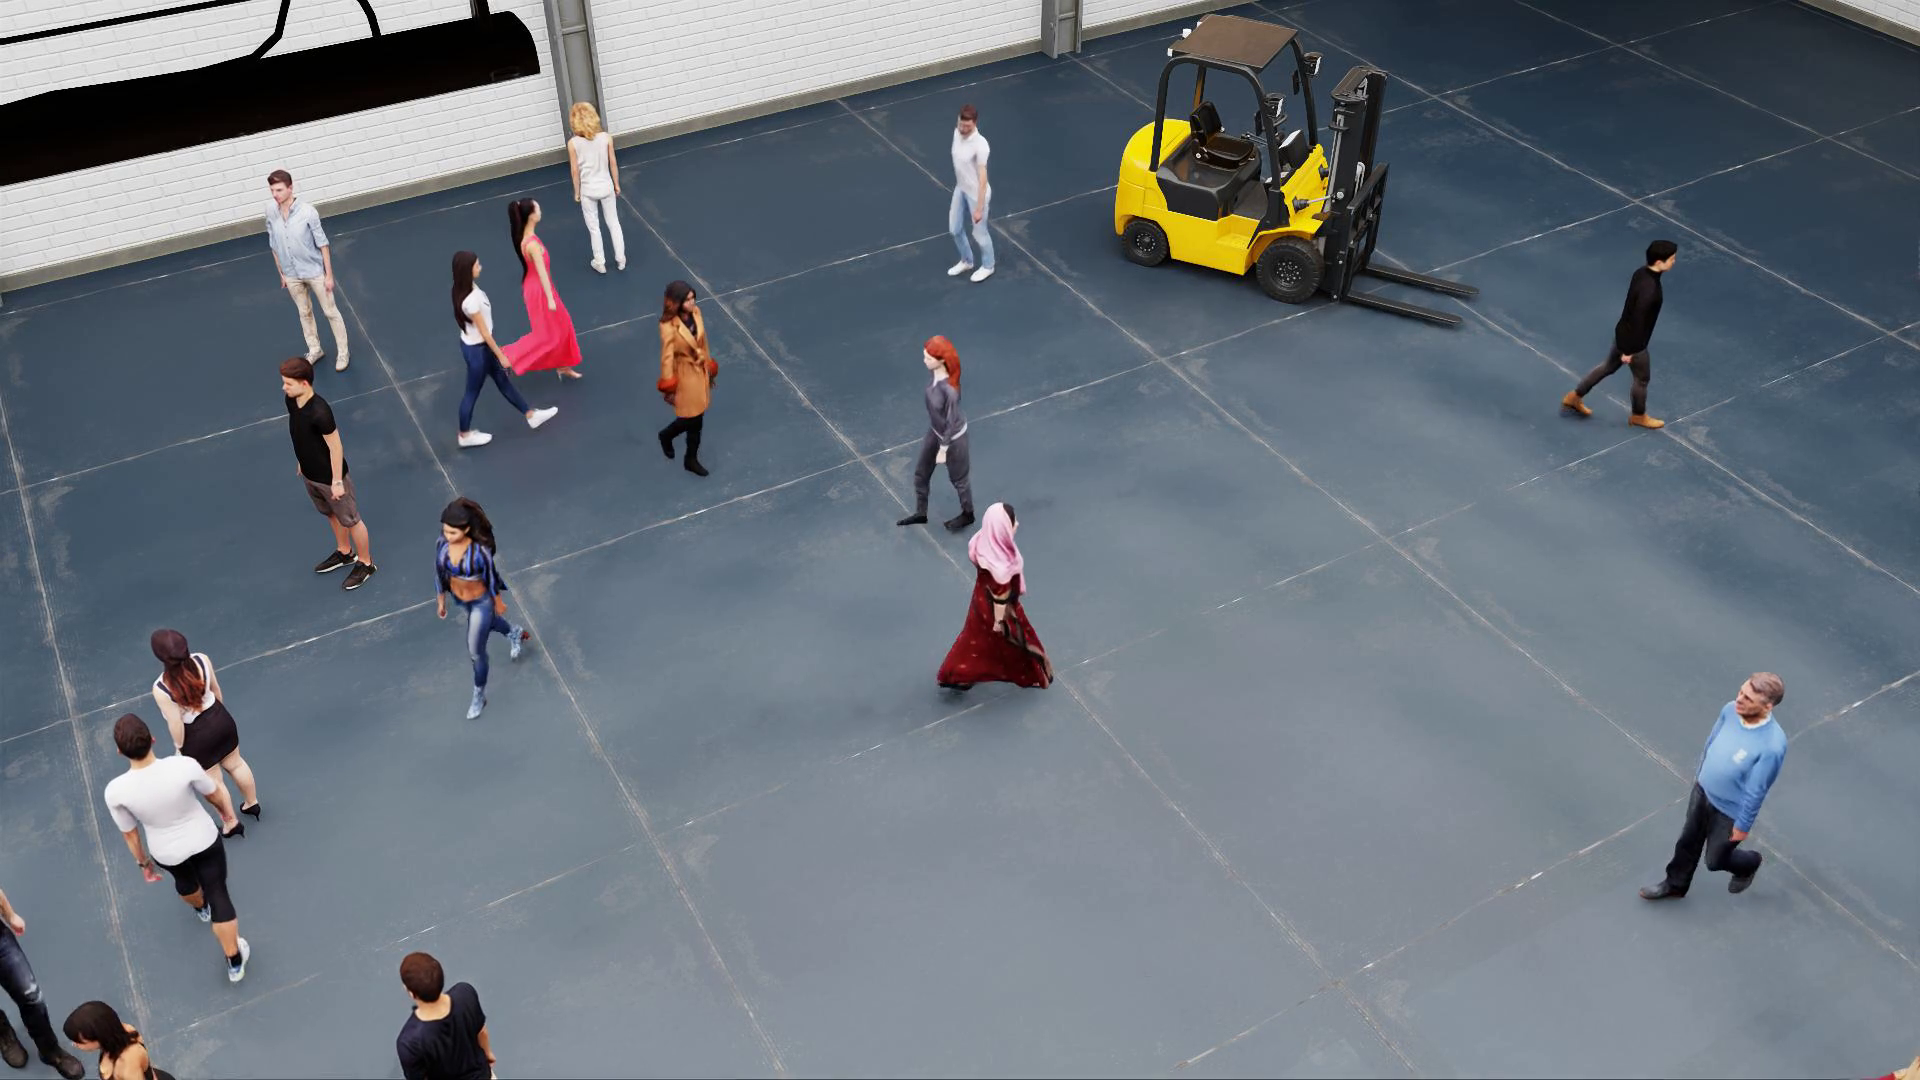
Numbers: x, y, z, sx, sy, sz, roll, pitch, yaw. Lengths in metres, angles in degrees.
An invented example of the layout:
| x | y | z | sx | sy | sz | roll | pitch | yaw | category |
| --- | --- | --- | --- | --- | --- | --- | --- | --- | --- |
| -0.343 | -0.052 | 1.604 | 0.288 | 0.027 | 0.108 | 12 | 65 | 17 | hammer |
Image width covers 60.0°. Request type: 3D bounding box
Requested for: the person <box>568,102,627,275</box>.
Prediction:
| x | y | z | sx | sy | sz | roll | pitch | yaw | category |
| --- | --- | --- | --- | --- | --- | --- | --- | --- | --- |
| -3.401 | -3.294 | 15.551 | 0.522 | 1.673 | 0.673 | -14 | 41 | -17 | person |

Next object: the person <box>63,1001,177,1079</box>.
| x | y | z | sx | sy | sz | roll | pitch | yaw | category |
| --- | --- | --- | --- | --- | --- | --- | --- | --- | --- |
| -3.822 | 2.715 | 8.066 | 0.893 | 1.623 | 0.691 | -25 | 45 | -28 | person |

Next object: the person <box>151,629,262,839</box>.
| x | y | z | sx | sy | sz | roll | pitch | yaw | category |
| --- | --- | --- | --- | --- | --- | --- | --- | --- | --- |
| -4.544 | 1.159 | 9.995 | 0.694 | 1.648 | 0.608 | 16 | 41 | 19 | person |

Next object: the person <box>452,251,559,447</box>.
| x | y | z | sx | sy | sz | roll | pitch | yaw | category |
| --- | --- | --- | --- | --- | --- | --- | --- | --- | --- |
| -3.924 | -1.460 | 13.206 | 1.109 | 1.734 | 0.759 | -11 | 40 | -14 | person |

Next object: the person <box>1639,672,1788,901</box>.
| x | y | z | sx | sy | sz | roll | pitch | yaw | category |
| --- | --- | --- | --- | --- | --- | --- | --- | --- | --- |
| 4.453 | 1.451 | 9.507 | 1.007 | 1.801 | 0.819 | -9 | 39 | -11 | person |

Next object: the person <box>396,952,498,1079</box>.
| x | y | z | sx | sy | sz | roll | pitch | yaw | category |
| --- | --- | --- | --- | --- | --- | --- | --- | --- | --- |
| -2.401 | 2.625 | 7.994 | 0.767 | 1.855 | 0.639 | 20 | 43 | 23 | person |

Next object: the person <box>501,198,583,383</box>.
| x | y | z | sx | sy | sz | roll | pitch | yaw | category |
| --- | --- | --- | --- | --- | --- | --- | --- | --- | --- |
| -3.597 | -2.020 | 13.933 | 0.964 | 1.701 | 0.684 | -13 | 41 | -16 | person |

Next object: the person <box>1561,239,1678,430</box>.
| x | y | z | sx | sy | sz | roll | pitch | yaw | category |
| --- | --- | --- | --- | --- | --- | --- | --- | --- | --- |
| 5.391 | -1.677 | 13.502 | 1.170 | 1.702 | 1.080 | 7 | 39 | 9 | person |

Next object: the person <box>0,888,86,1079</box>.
| x | y | z | sx | sy | sz | roll | pitch | yaw | category |
| --- | --- | --- | --- | --- | --- | --- | --- | --- | --- |
| -5.196 | 2.080 | 8.662 | 0.967 | 1.872 | 0.950 | 28 | 46 | 30 | person |

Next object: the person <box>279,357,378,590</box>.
| x | y | z | sx | sy | sz | roll | pitch | yaw | category |
| --- | --- | --- | --- | --- | --- | --- | --- | --- | --- |
| -4.542 | -0.509 | 11.913 | 0.749 | 1.862 | 0.721 | 26 | 45 | 29 | person |

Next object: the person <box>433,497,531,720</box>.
| x | y | z | sx | sy | sz | roll | pitch | yaw | category |
| --- | --- | --- | --- | --- | --- | --- | --- | --- | --- |
| -3.184 | 0.362 | 11.047 | 1.006 | 1.580 | 1.128 | 14 | 41 | 17 | person |

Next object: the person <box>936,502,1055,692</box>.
| x | y | z | sx | sy | sz | roll | pitch | yaw | category |
| --- | --- | --- | --- | --- | --- | --- | --- | --- | --- |
| 0.168 | 0.417 | 10.960 | 1.114 | 1.603 | 0.822 | -8 | 39 | -10 | person |

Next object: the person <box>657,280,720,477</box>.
| x | y | z | sx | sy | sz | roll | pitch | yaw | category |
| --- | --- | --- | --- | --- | --- | --- | --- | --- | --- |
| -2.201 | -1.275 | 12.996 | 0.921 | 1.706 | 0.859 | 26 | 45 | 28 | person |

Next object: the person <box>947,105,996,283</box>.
| x | y | z | sx | sy | sz | roll | pitch | yaw | category |
| --- | --- | --- | --- | --- | --- | --- | --- | --- | --- |
| 0.157 | -3.203 | 15.326 | 0.769 | 1.811 | 0.729 | -19 | 42 | -22 | person |

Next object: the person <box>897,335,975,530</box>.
| x | y | z | sx | sy | sz | roll | pitch | yaw | category |
| --- | --- | --- | --- | --- | --- | --- | --- | --- | --- |
| -0.017 | -0.780 | 12.338 | 0.840 | 1.754 | 0.660 | -12 | 40 | -14 | person |

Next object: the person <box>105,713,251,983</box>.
| x | y | z | sx | sy | sz | roll | pitch | yaw | category |
| --- | --- | --- | --- | --- | --- | --- | --- | --- | --- |
| -4.249 | 1.712 | 9.168 | 1.038 | 1.816 | 0.815 | -15 | 41 | -18 | person |

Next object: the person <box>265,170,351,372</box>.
| x | y | z | sx | sy | sz | roll | pitch | yaw | category |
| --- | --- | --- | --- | --- | --- | --- | --- | --- | --- |
| -5.571 | -2.300 | 14.167 | 0.694 | 1.847 | 0.788 | 4 | 39 | 5 | person |
